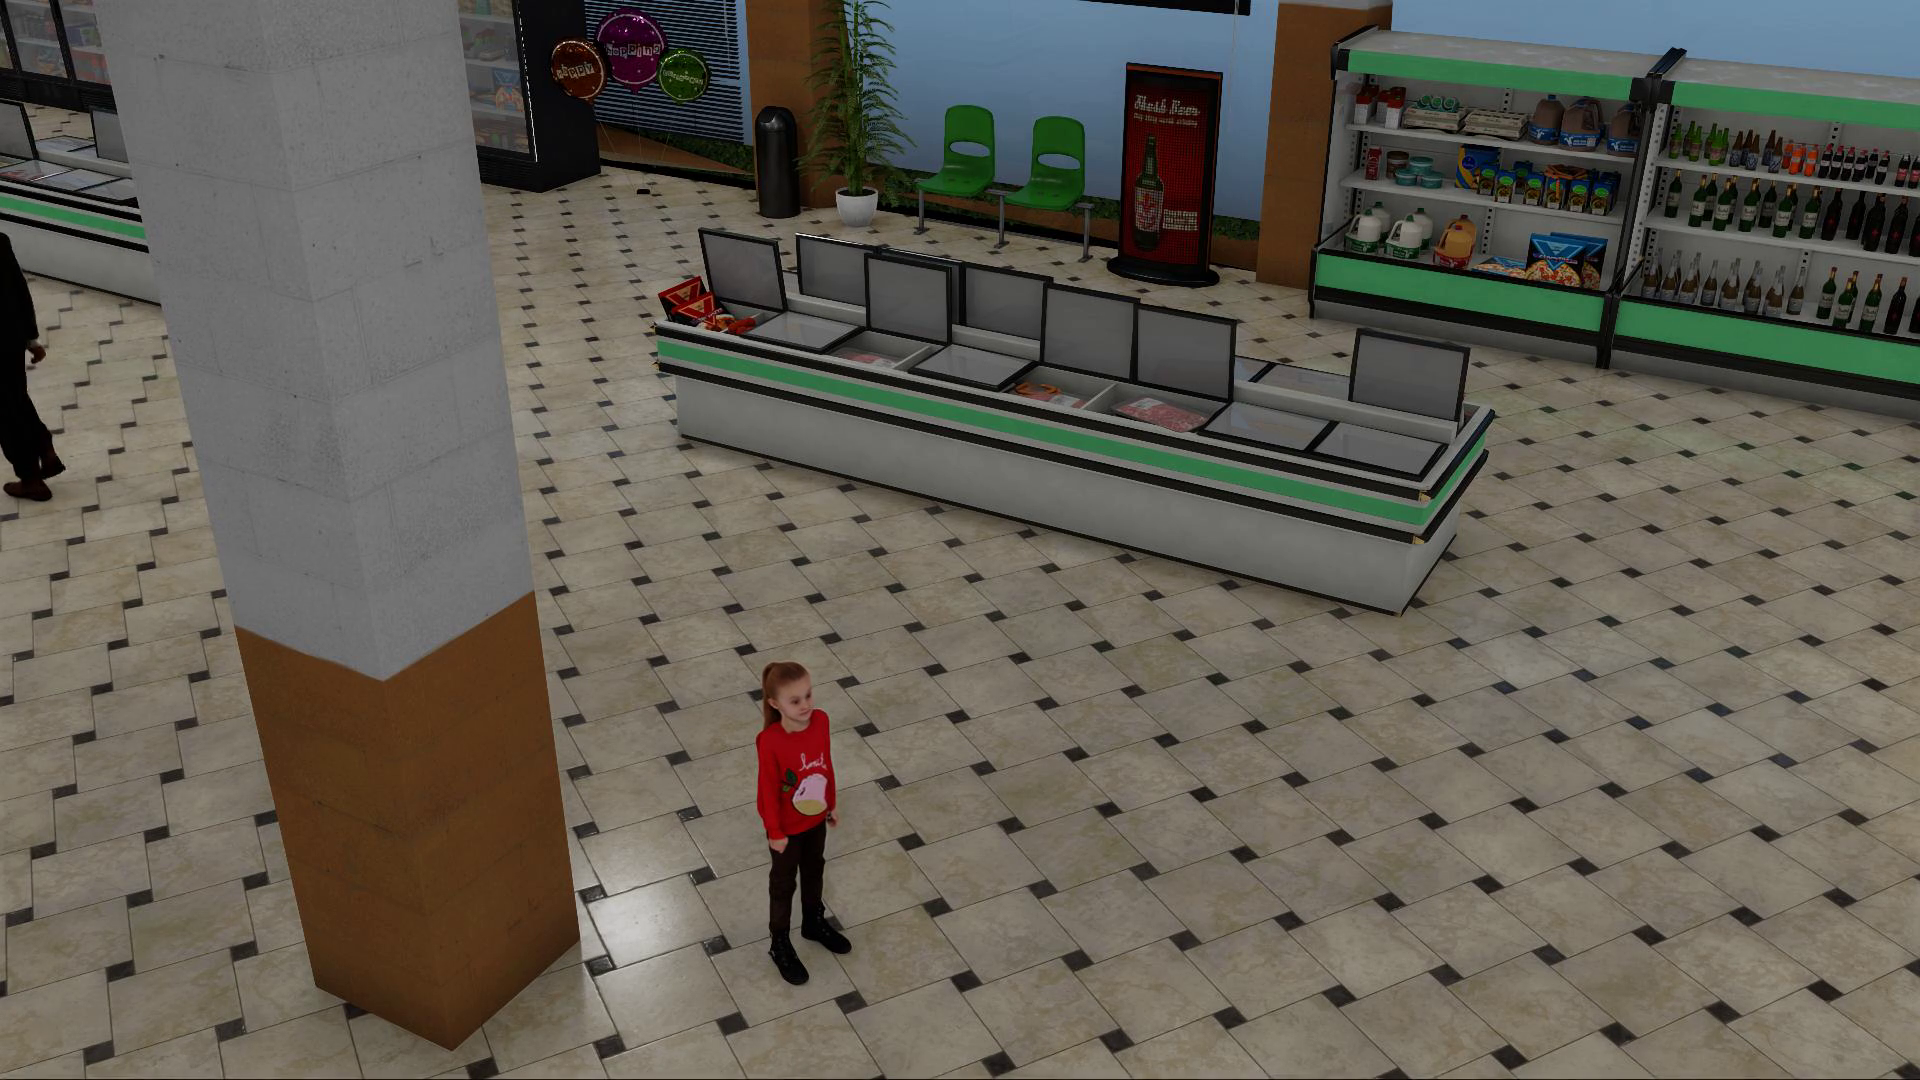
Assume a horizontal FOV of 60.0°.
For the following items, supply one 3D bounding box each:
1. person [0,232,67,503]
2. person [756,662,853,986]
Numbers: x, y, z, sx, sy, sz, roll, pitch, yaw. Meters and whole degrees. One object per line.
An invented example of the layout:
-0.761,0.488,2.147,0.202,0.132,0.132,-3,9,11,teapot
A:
-5.535,-1.106,9.640,0.728,1.901,0.763,10,29,19,person
-0.600,1.017,6.139,0.548,1.281,0.530,22,34,36,person
